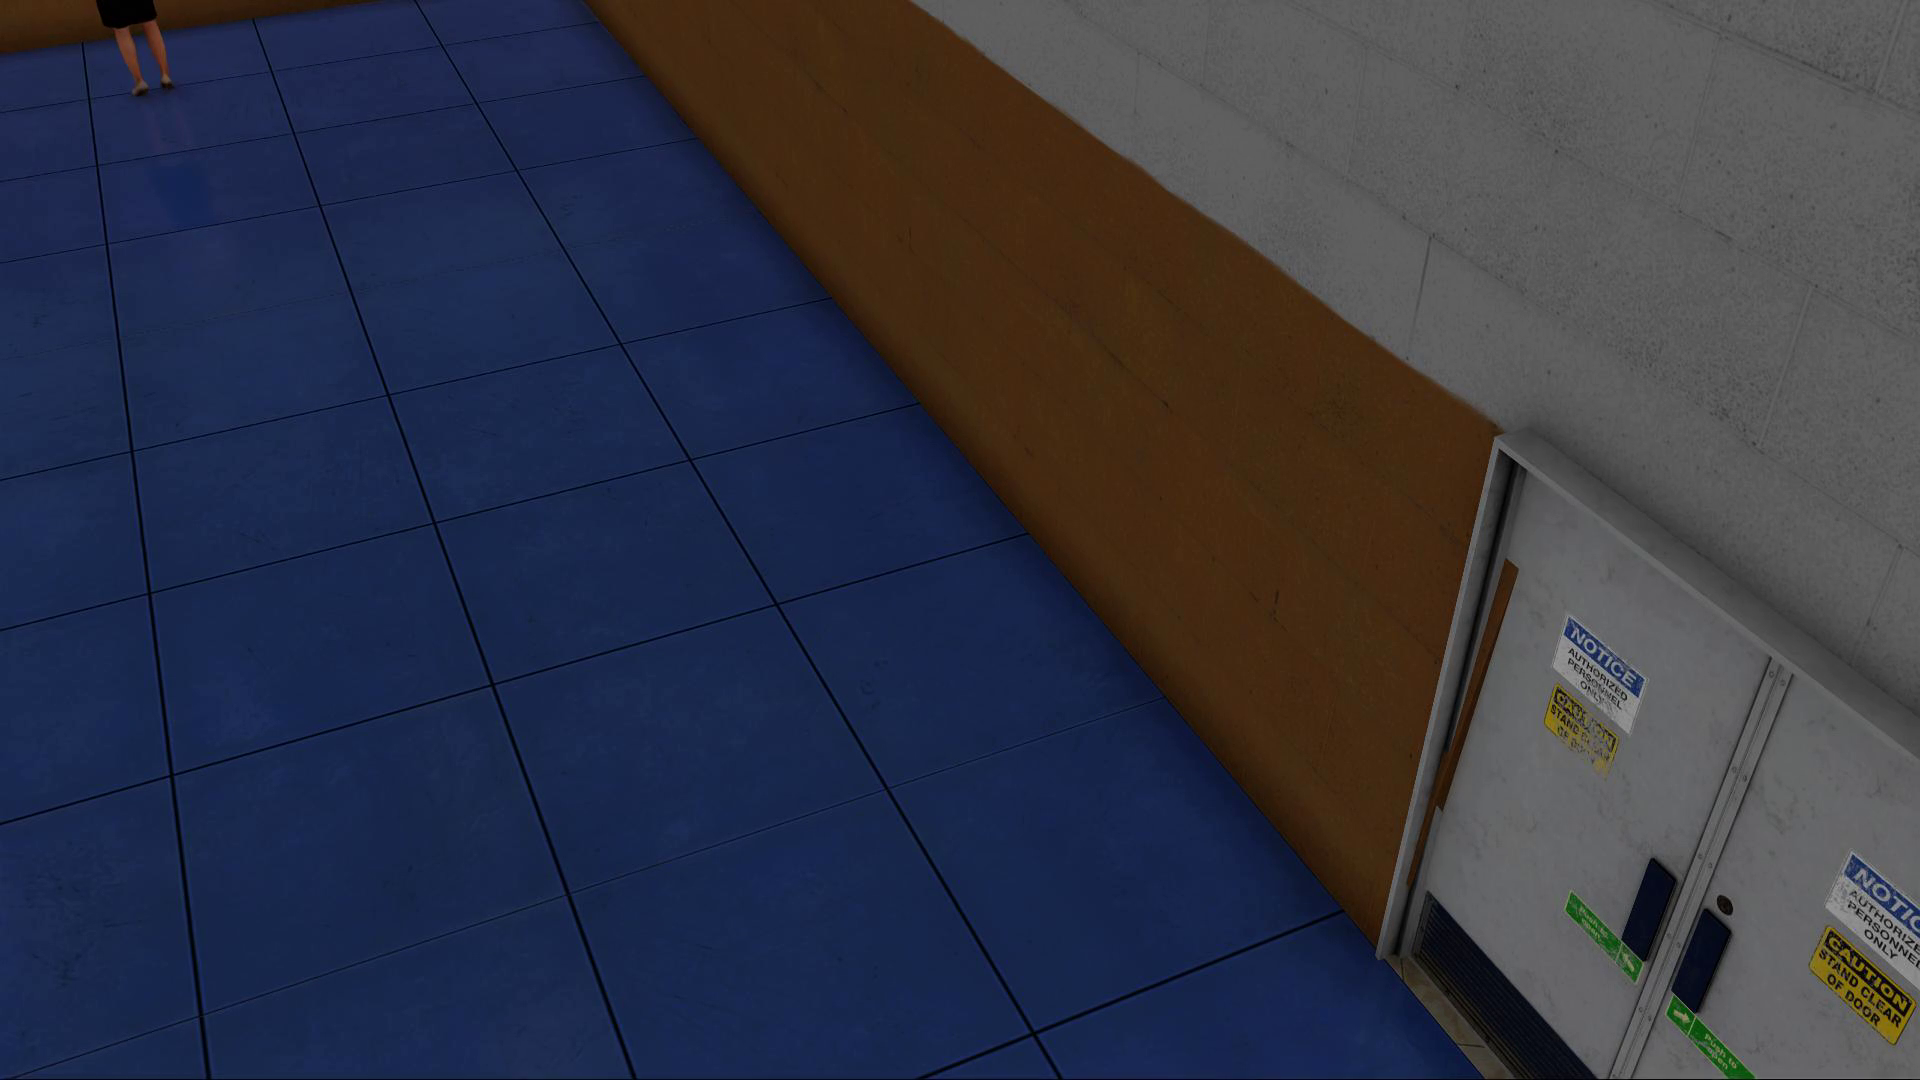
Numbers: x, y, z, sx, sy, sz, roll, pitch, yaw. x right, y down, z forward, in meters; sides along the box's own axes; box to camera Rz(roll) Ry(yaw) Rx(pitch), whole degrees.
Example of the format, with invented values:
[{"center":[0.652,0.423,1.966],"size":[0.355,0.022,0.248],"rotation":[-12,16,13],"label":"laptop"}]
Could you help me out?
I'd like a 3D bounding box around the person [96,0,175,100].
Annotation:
[{"center":[-6.214,-4.144,12.282],"size":[0.550,1.754,0.748],"rotation":[-26,44,-30],"label":"person"}]
